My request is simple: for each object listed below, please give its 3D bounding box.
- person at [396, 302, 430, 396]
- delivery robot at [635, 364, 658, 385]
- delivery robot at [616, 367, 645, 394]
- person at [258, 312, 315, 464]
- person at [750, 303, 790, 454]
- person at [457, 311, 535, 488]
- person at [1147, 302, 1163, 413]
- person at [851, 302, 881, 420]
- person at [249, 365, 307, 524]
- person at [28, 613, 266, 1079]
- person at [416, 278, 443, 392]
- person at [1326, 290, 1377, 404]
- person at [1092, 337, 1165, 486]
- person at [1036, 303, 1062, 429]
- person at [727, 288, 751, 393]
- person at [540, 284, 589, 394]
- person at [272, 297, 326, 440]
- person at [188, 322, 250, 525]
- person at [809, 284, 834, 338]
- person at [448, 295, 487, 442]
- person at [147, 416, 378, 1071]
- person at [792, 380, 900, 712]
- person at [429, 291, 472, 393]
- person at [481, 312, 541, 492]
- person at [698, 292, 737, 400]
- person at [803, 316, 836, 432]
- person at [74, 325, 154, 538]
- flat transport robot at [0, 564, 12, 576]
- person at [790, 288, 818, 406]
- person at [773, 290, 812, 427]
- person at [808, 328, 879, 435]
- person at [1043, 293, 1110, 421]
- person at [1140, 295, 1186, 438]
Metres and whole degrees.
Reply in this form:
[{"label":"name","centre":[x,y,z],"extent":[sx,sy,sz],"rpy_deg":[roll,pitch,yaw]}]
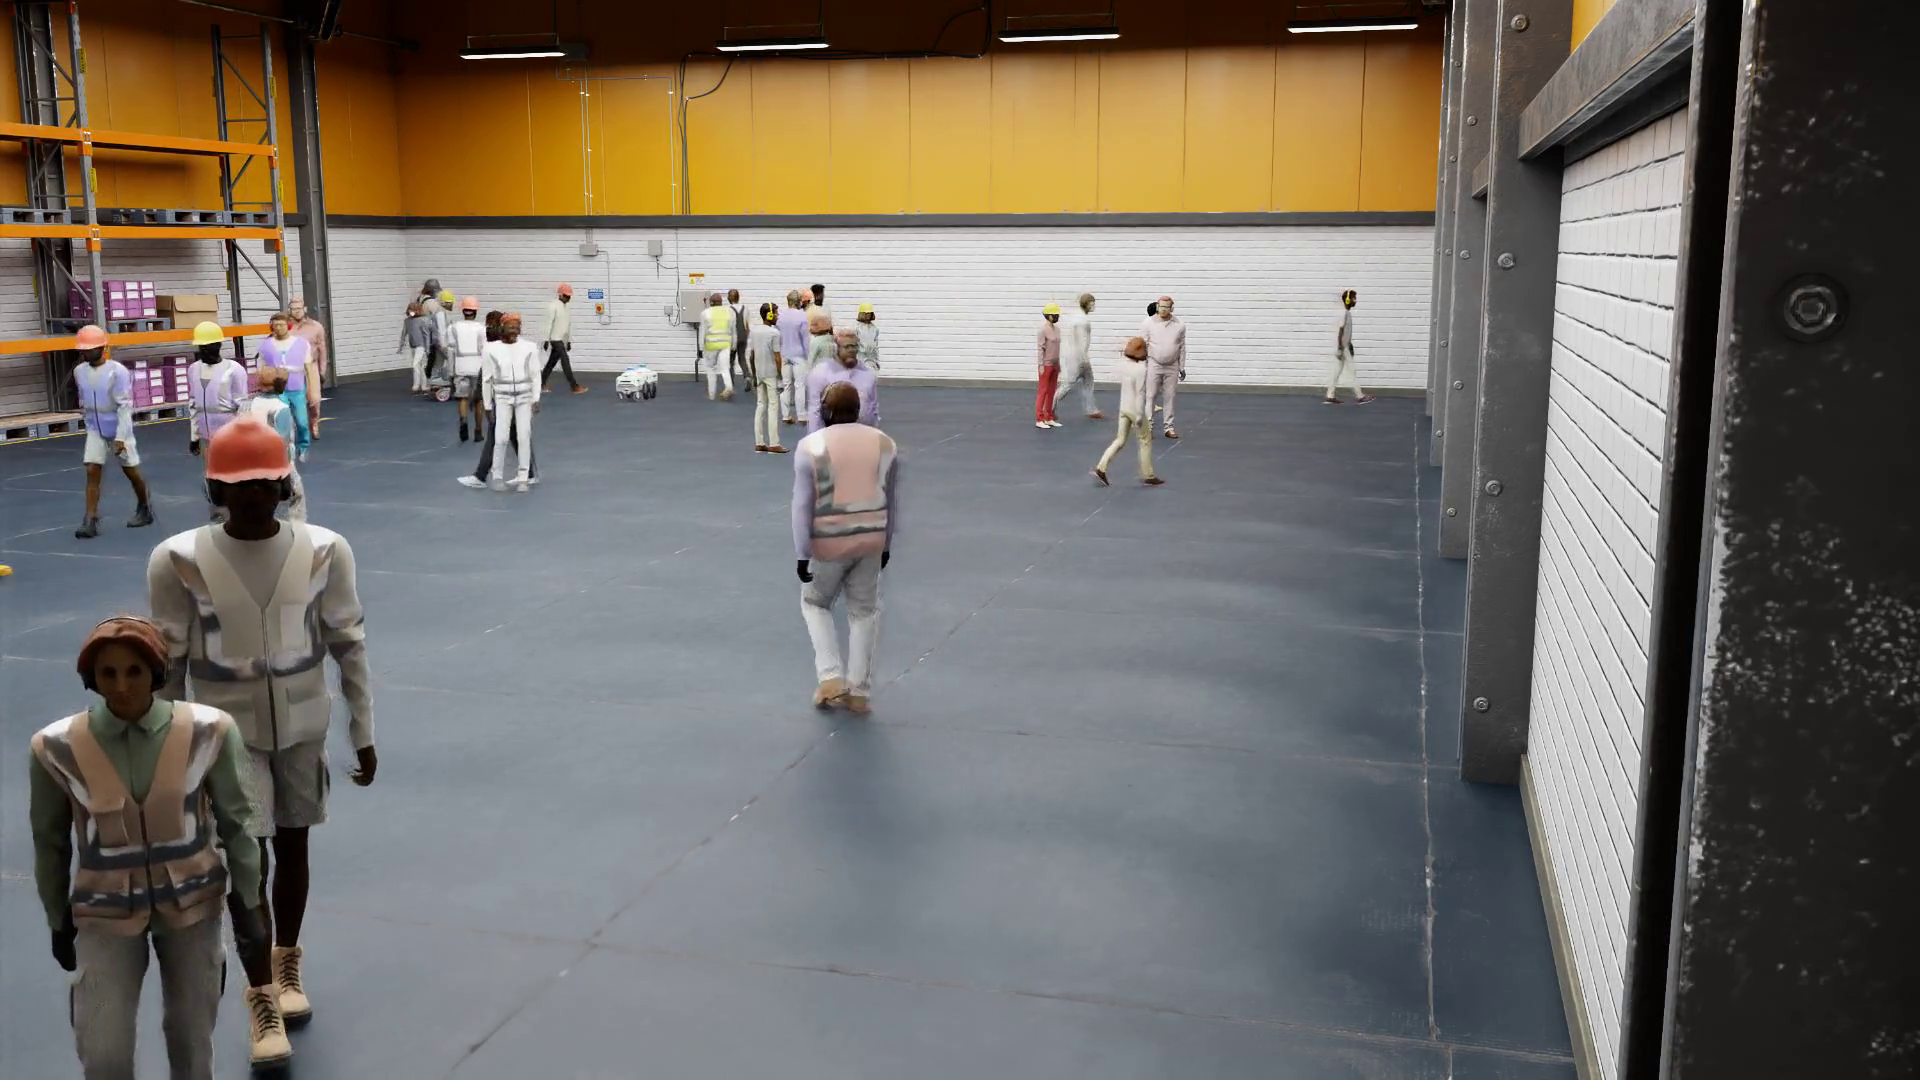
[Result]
[{"label":"person","centre":[-9.333,-3.252,28.347],"extent":[0.538,1.607,0.647],"rpy_deg":[6,12,30]},{"label":"delivery robot","centre":[-5.373,-2.746,28.238],"extent":[0.477,0.478,0.707],"rpy_deg":[1,10,3]},{"label":"delivery robot","centre":[-5.456,-2.621,27.531],"extent":[0.477,0.478,0.707],"rpy_deg":[0,10,2]},{"label":"person","centre":[-7.692,-1.707,19.047],"extent":[0.574,1.827,0.777],"rpy_deg":[-3,11,-18]},{"label":"person","centre":[-2.376,-1.997,20.566],"extent":[0.513,1.864,0.331],"rpy_deg":[8,13,38]},{"label":"person","centre":[-4.955,-1.476,17.610],"extent":[0.960,1.863,0.629],"rpy_deg":[-7,12,-33]},{"label":"person","centre":[2.986,-2.822,25.707],"extent":[0.318,1.696,0.536],"rpy_deg":[4,11,23]},{"label":"person","centre":[-1.371,-2.615,24.404],"extent":[0.487,1.744,0.296],"rpy_deg":[-8,13,-39]},{"label":"person","centre":[-5.512,-0.588,13.280],"extent":[0.517,1.612,0.723],"rpy_deg":[7,12,34]},{"label":"person","centre":[-2.076,0.995,4.293],"extent":[0.525,1.626,0.446],"rpy_deg":[-5,11,-27]},{"label":"person","centre":[-9.212,-3.659,29.469],"extent":[0.884,2.000,0.707],"rpy_deg":[-10,14,-43]},{"label":"person","centre":[6.354,-3.102,26.900],"extent":[0.861,1.836,0.557],"rpy_deg":[3,10,15]},{"label":"person","centre":[1.805,-1.363,17.690],"extent":[0.789,1.604,0.498],"rpy_deg":[-5,11,-28]},{"label":"person","centre":[1.278,-2.454,23.427],"extent":[0.325,1.767,0.533],"rpy_deg":[7,12,34]},{"label":"person","centre":[-3.859,-3.435,28.801],"extent":[0.540,1.827,0.644],"rpy_deg":[-7,12,-33]},{"label":"person","centre":[-6.989,-3.488,28.893],"extent":[1.035,1.921,0.655],"rpy_deg":[2,10,12]},{"label":"person","centre":[-8.579,-2.200,21.626],"extent":[0.656,1.889,0.443],"rpy_deg":[-4,11,-22]},{"label":"person","centre":[-6.368,-0.915,14.284],"extent":[0.595,1.918,0.395],"rpy_deg":[4,11,21]},{"label":"person","centre":[-2.257,-3.245,27.397],"extent":[0.576,1.943,0.641],"rpy_deg":[9,14,43]},{"label":"person","centre":[-6.347,-2.202,21.562],"extent":[0.556,1.917,0.601],"rpy_deg":[-1,10,-7]},{"label":"person","centre":[-2.147,0.632,5.223],"extent":[0.637,2.018,0.824],"rpy_deg":[-7,12,-33]},{"label":"person","centre":[-0.639,0.038,9.146],"extent":[0.645,1.823,0.473],"rpy_deg":[-5,11,-26]},{"label":"person","centre":[-8.863,-3.414,28.818],"extent":[0.825,1.776,0.656],"rpy_deg":[-2,10,-9]},{"label":"person","centre":[-4.645,-1.418,17.281],"extent":[0.589,1.871,0.505],"rpy_deg":[-4,11,-22]},{"label":"person","centre":[-3.987,-3.190,27.521],"extent":[0.663,1.803,0.807],"rpy_deg":[-3,11,-18]},{"label":"person","centre":[-1.928,-2.195,22.357],"extent":[0.667,1.608,0.514],"rpy_deg":[6,11,29]},{"label":"person","centre":[-7.577,-0.980,14.807],"extent":[0.540,1.877,0.987],"rpy_deg":[1,10,5]},{"label":"flat transport robot","centre":[-7.985,0.236,12.425],"extent":[0.652,0.197,1.431],"rpy_deg":[9,13,40]},{"label":"person","centre":[-2.335,-3.076,26.598],"extent":[0.862,1.889,0.605],"rpy_deg":[-1,10,-4]},{"label":"person","centre":[-2.351,-2.568,23.602],"extent":[0.627,1.934,0.371],"rpy_deg":[6,12,31]},{"label":"person","centre":[-0.997,-0.868,14.138],"extent":[0.648,1.879,0.820],"rpy_deg":[-5,11,-25]},{"label":"person","centre":[1.672,-2.668,24.324],"extent":[0.966,1.895,0.671],"rpy_deg":[1,10,3]},{"label":"person","centre":[2.702,-2.291,22.117],"extent":[0.637,1.904,0.403],"rpy_deg":[-2,10,-9]}]
